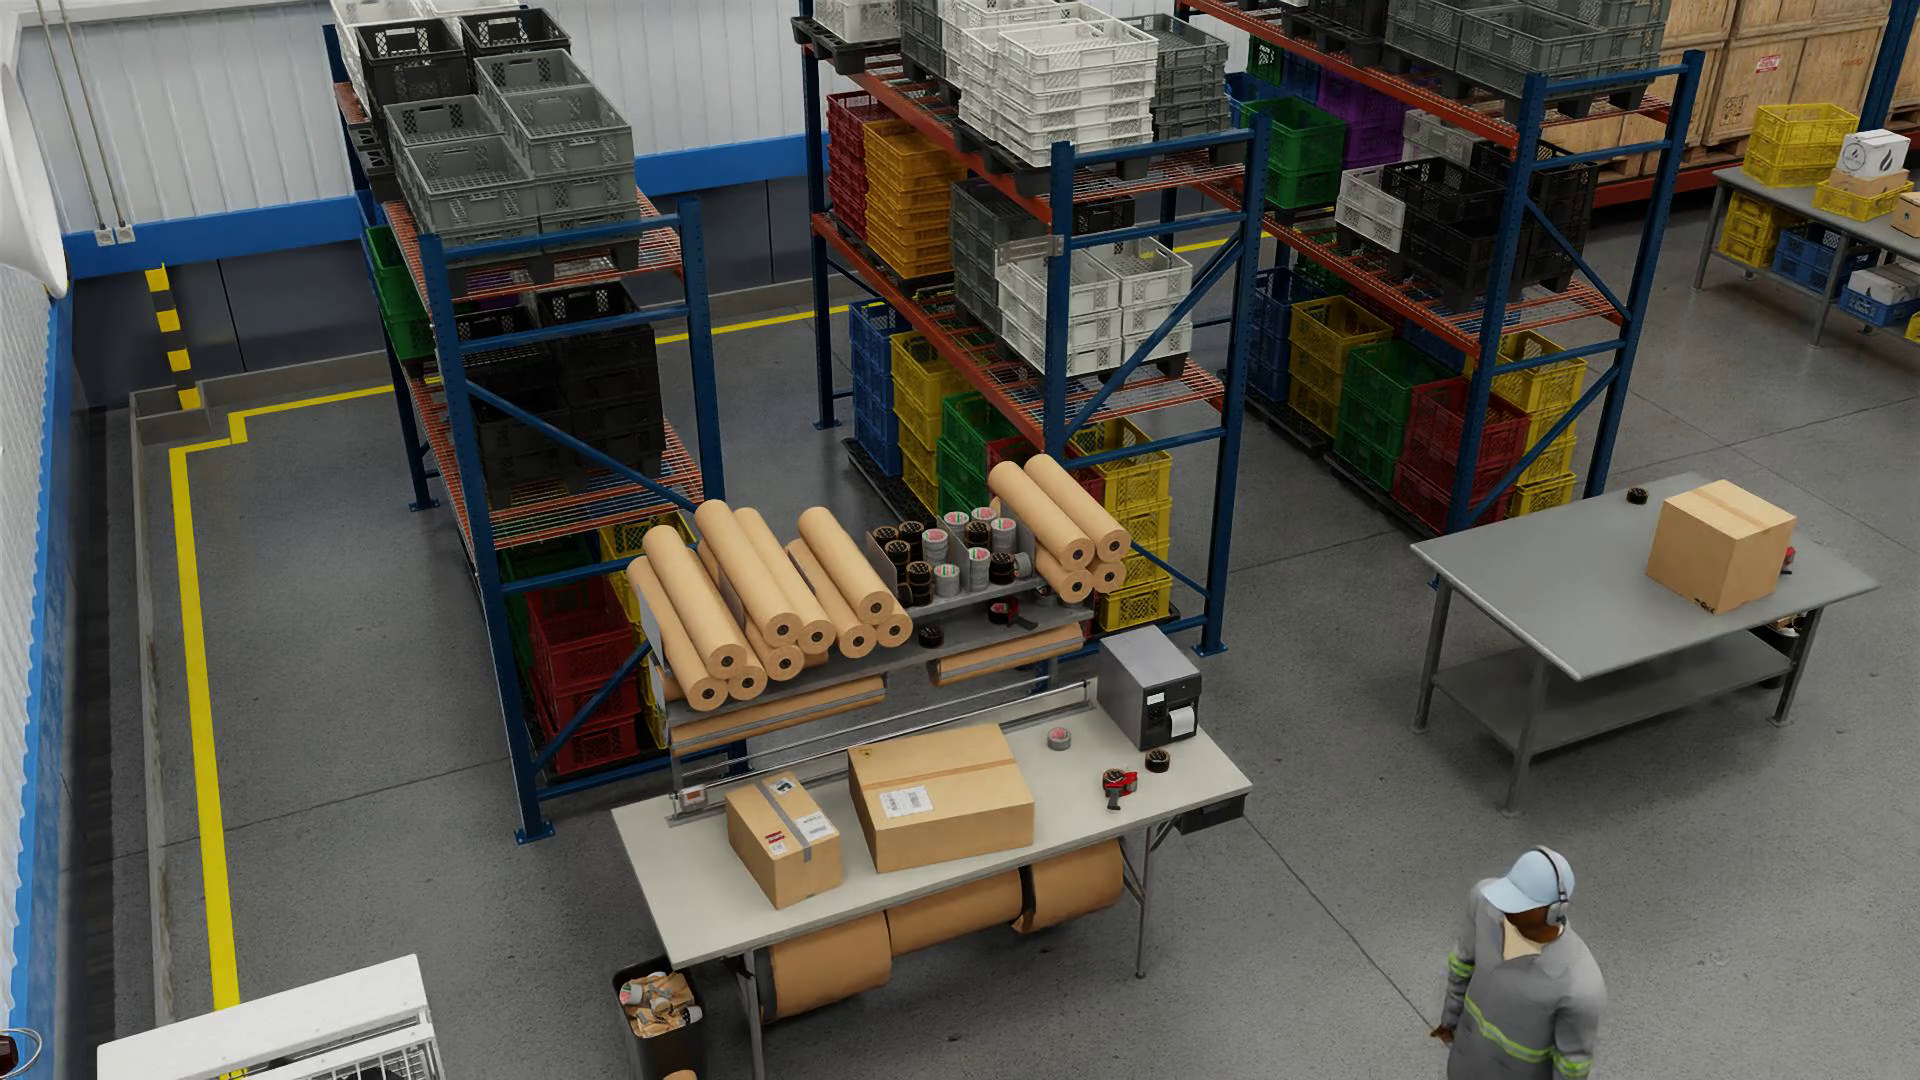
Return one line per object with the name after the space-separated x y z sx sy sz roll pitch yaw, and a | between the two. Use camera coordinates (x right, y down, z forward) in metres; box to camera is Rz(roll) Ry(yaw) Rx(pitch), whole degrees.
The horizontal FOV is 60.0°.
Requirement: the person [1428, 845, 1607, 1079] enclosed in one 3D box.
1.814 1.754 5.613 0.397 1.852 0.589 -14 34 -21 | person
